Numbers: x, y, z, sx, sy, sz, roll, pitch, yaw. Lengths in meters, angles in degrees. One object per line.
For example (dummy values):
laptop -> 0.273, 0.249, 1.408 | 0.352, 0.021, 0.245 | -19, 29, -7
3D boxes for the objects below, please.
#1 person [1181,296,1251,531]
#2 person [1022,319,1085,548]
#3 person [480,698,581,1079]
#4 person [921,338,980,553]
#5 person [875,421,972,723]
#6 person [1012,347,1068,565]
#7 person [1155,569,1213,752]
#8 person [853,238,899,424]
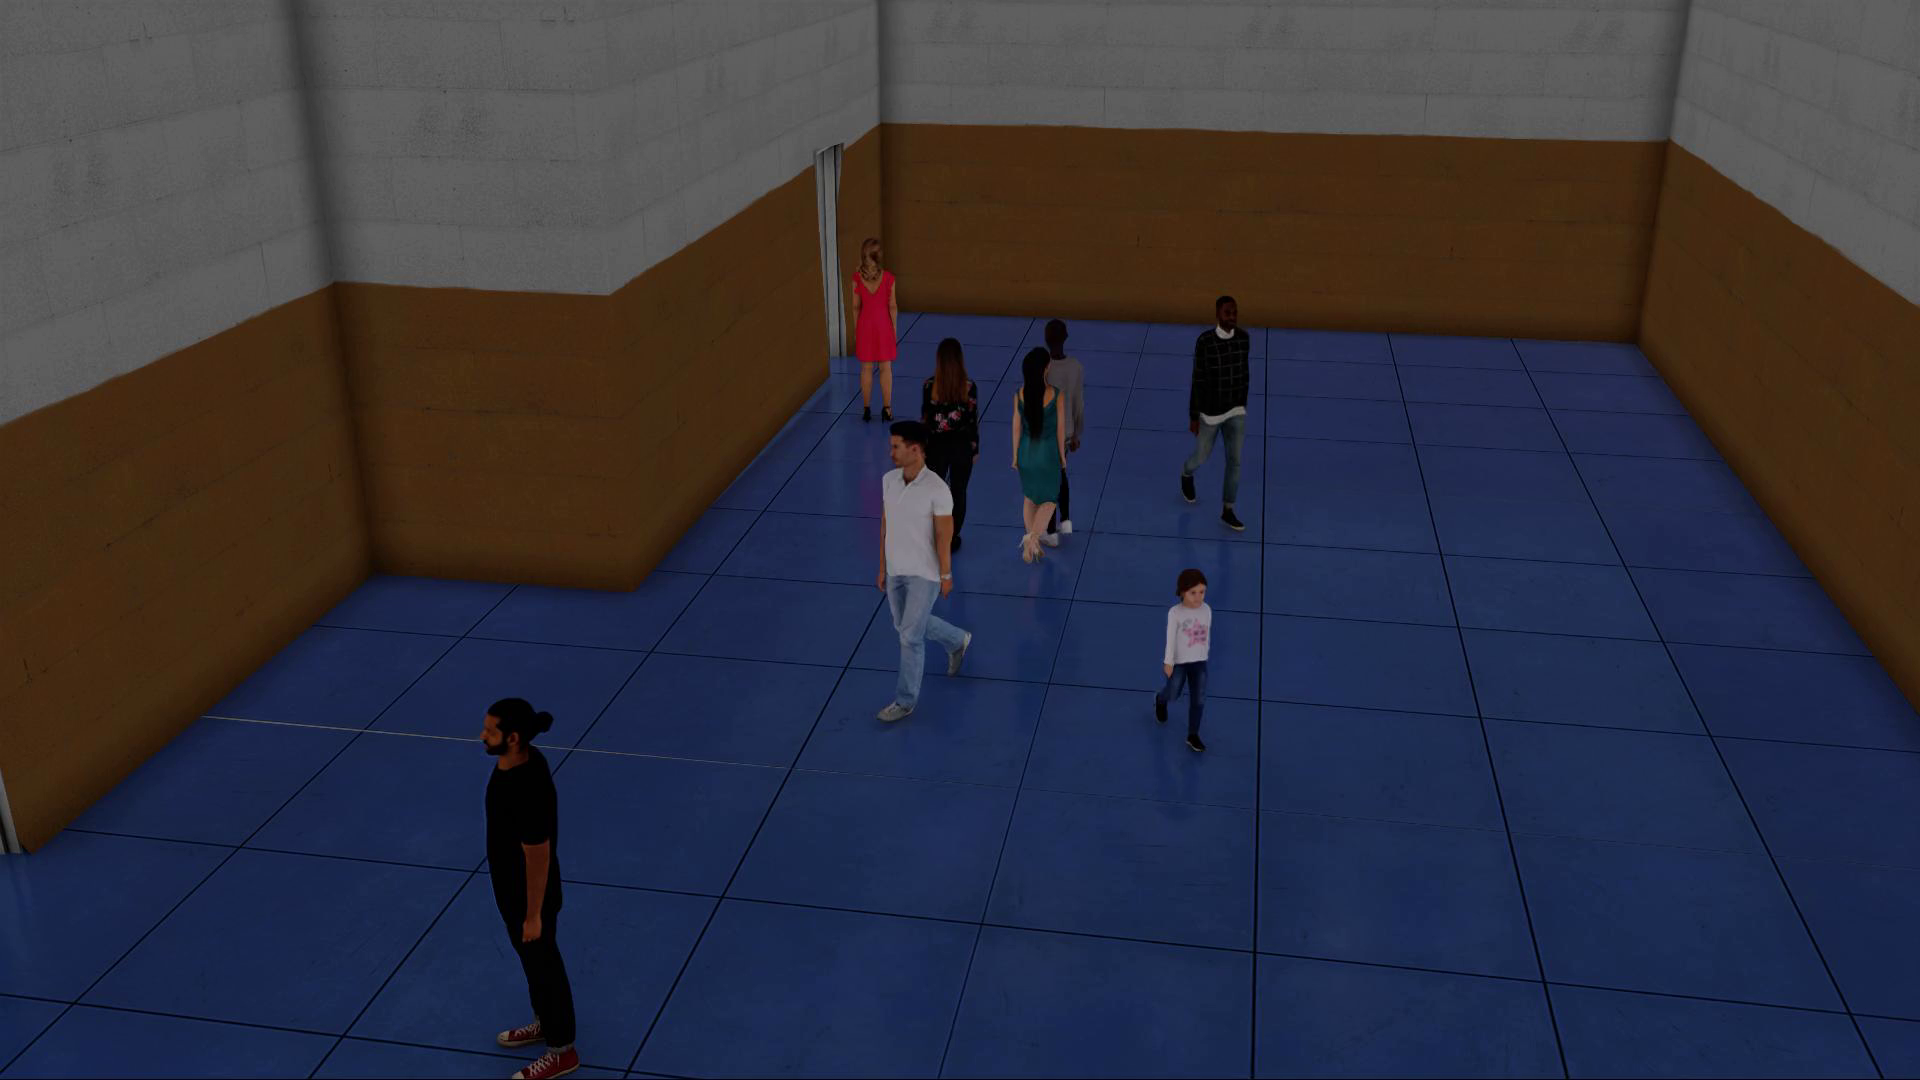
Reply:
person -> 2.002, -1.036, 13.083 | 1.215, 1.789, 1.103 | -7, 23, -16
person -> 0.724, -0.765, 12.444 | 0.715, 1.763, 0.793 | -11, 24, -25
person -> -1.800, 1.445, 6.949 | 0.761, 1.758, 0.730 | -10, 24, -23
person -> -0.083, -0.650, 12.279 | 0.758, 1.673, 0.657 | 3, 22, 7
person -> -0.215, 0.158, 10.059 | 1.163, 1.828, 1.137 | 20, 30, 41
person -> 0.555, -0.543, 12.019 | 0.794, 1.667, 0.673 | 6, 23, 15
person -> 1.306, 0.667, 9.776 | 0.748, 1.096, 0.698 | -7, 23, -16
person -> -0.793, -1.946, 15.433 | 0.461, 1.727, 0.616 | 4, 22, 9
